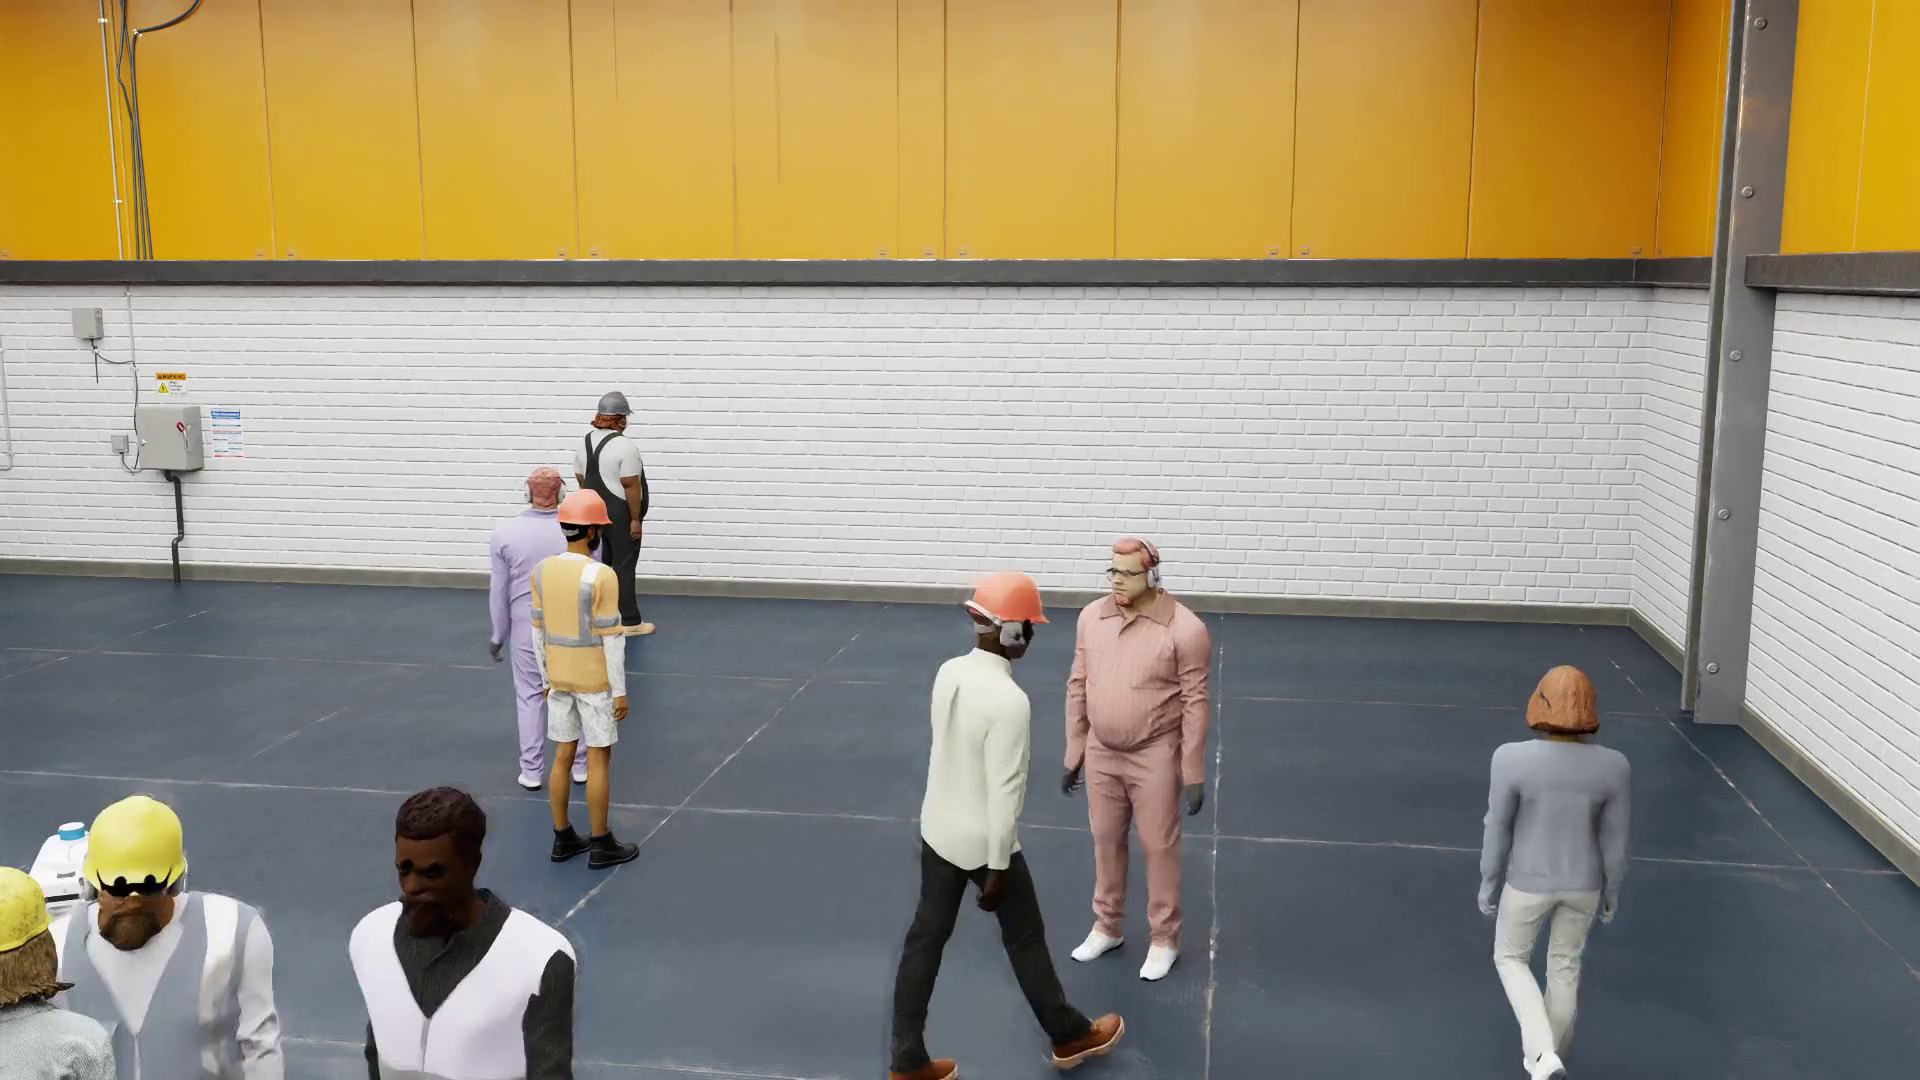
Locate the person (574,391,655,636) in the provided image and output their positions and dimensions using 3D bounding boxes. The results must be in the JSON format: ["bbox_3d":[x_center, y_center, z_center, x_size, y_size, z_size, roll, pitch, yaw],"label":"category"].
[{"bbox_3d":[-2.860,-0.229,13.908,0.683,2.000,0.536,7,12,38],"label":"person"}]

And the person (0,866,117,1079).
[{"bbox_3d":[-2.091,1.574,3.703,0.492,1.742,0.320,-2,9,-11],"label":"person"}]

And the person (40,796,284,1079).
[{"bbox_3d":[-1.975,1.483,4.073,0.617,1.802,0.488,-2,10,-14],"label":"person"}]

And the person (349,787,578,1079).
[{"bbox_3d":[-1.164,1.488,3.824,0.607,1.867,0.987,3,10,15],"label":"person"}]

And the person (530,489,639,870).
[{"bbox_3d":[-1.907,0.703,8.488,0.551,1.932,0.378,5,11,29],"label":"person"}]

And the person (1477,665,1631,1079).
[{"bbox_3d":[2.145,1.260,5.997,0.519,1.618,0.502,0,9,3],"label":"person"}]

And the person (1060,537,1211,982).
[{"bbox_3d":[0.741,0.933,7.182,0.689,1.905,0.424,7,11,36],"label":"person"}]

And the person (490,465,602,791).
[{"bbox_3d":[-2.409,0.513,9.752,0.652,1.906,0.405,-3,10,-18],"label":"person"}]

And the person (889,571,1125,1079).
[{"bbox_3d":[0.146,1.074,6.171,1.015,1.933,0.638,-6,11,-32],"label":"person"}]

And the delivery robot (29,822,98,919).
[{"bbox_3d":[-3.962,1.512,7.454,0.477,0.478,0.707,-3,10,-21],"label":"delivery robot"}]
